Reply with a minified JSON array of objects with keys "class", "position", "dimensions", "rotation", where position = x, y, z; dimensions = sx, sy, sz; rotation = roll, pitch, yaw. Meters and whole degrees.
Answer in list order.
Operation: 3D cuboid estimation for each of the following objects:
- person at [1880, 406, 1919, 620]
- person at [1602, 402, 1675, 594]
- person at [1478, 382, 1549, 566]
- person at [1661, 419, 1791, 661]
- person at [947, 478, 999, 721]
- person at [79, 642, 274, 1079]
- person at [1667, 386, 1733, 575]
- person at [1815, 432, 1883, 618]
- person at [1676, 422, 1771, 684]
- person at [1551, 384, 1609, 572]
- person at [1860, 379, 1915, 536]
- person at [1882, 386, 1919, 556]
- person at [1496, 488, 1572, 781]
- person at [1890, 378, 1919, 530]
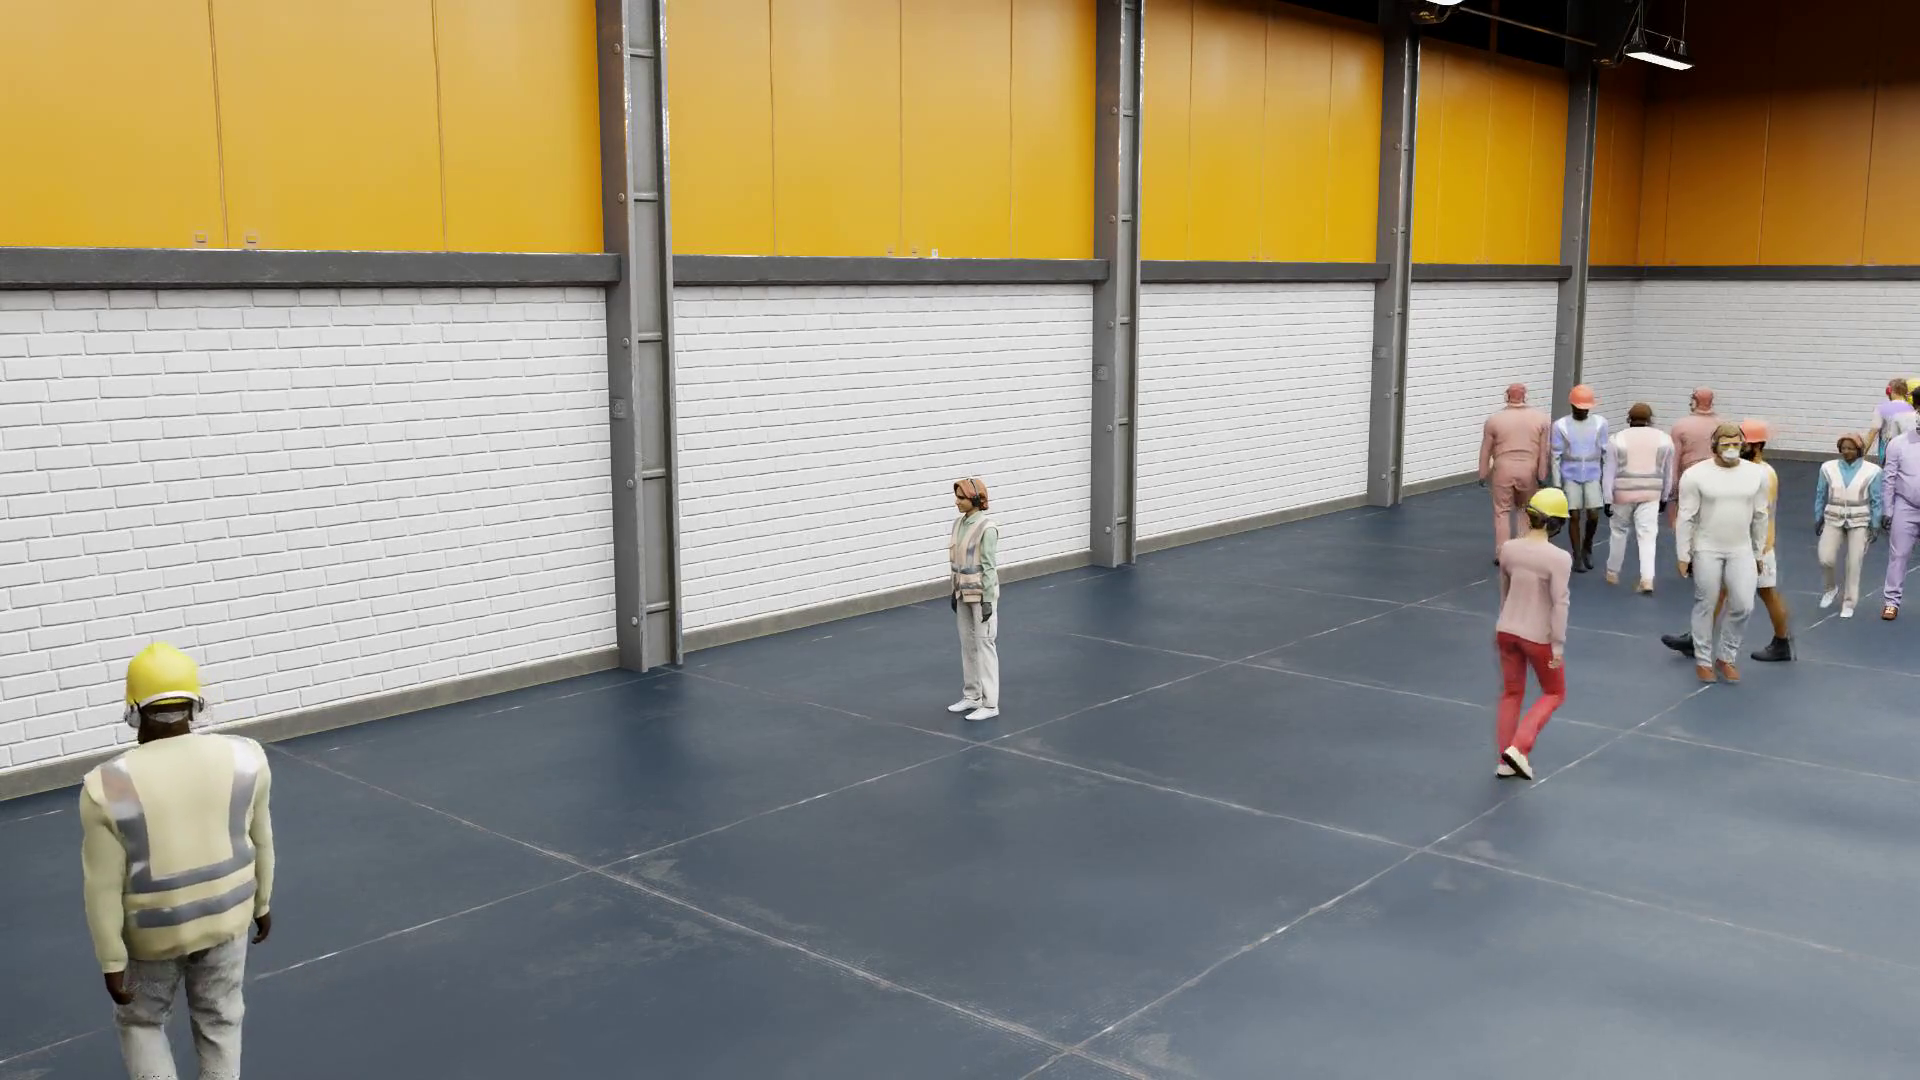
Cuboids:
[{"class":"person","position":[8.260,-0.241,14.279],"dimensions":[0.646,1.913,0.409],"rotation":[4,10,22]},{"class":"person","position":[6.393,-0.405,15.709],"dimensions":[0.641,1.793,0.993],"rotation":[2,9,10]},{"class":"person","position":[5.655,-0.667,17.020],"dimensions":[0.671,1.884,0.477],"rotation":[1,9,9]},{"class":"person","position":[5.981,0.015,12.747],"dimensions":[1.003,1.878,0.571],"rotation":[0,9,-1]},{"class":"person","position":[0.096,0.393,11.181],"dimensions":[0.314,1.629,0.509],"rotation":[-5,11,-31]},{"class":"person","position":[-2.505,1.224,5.372],"dimensions":[0.596,1.818,0.422],"rotation":[-7,12,-39]},{"class":"person","position":[7.254,-0.558,16.334],"dimensions":[0.658,1.891,0.555],"rotation":[0,9,1]},{"class":"person","position":[7.714,-0.128,14.462],"dimensions":[0.531,1.625,0.355],"rotation":[7,11,37]},{"class":"person","position":[5.523,0.108,12.050],"dimensions":[0.650,1.917,0.524],"rotation":[1,9,8]},{"class":"person","position":[6.200,-0.609,16.604],"dimensions":[0.598,1.903,0.452],"rotation":[2,9,12]},{"class":"person","position":[10.678,-0.957,19.153],"dimensions":[0.662,1.781,0.907],"rotation":[-2,9,-14]},{"class":"person","position":[10.158,-0.745,17.758],"dimensions":[0.534,1.821,0.994],"rotation":[3,9,18]},{"class":"person","position":[3.346,0.563,9.731],"dimensions":[0.419,1.748,0.548],"rotation":[-6,11,-32]},{"class":"person","position":[11.006,-0.980,19.241],"dimensions":[0.424,1.807,0.616],"rotation":[0,9,2]}]
